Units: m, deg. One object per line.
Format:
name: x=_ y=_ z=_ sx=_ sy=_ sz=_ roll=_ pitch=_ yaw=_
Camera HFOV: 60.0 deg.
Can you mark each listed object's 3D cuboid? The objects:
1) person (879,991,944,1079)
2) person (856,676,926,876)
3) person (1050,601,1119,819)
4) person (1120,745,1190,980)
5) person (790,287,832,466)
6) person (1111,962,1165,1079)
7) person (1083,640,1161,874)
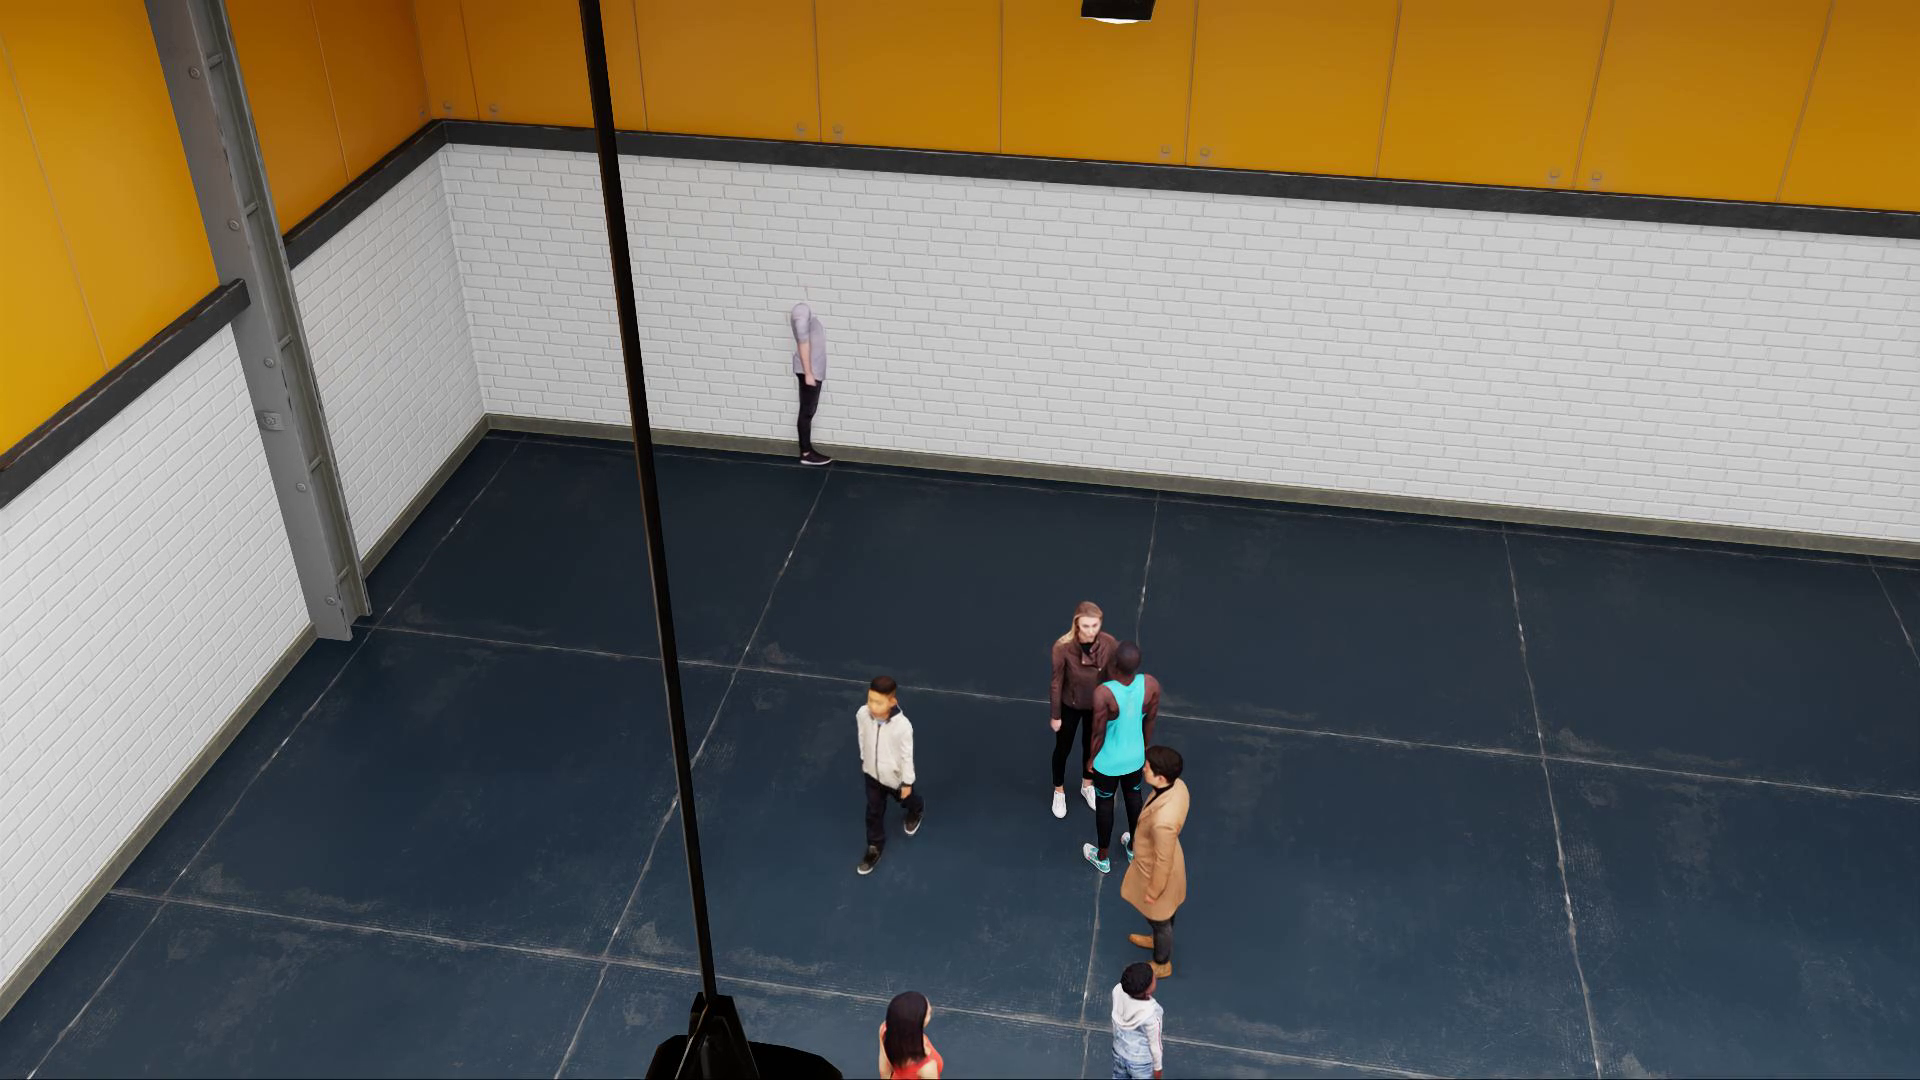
person: x=-0.235 y=2.893 z=8.400 sx=0.702 sy=1.719 sz=0.669 roll=-28 pitch=43 yaw=-35
person: x=-0.426 y=1.454 z=10.818 sx=0.747 sy=1.441 sz=0.995 roll=14 pitch=36 yaw=20
person: x=0.810 y=1.106 z=11.103 sx=0.670 sy=1.704 sz=0.639 roll=-7 pitch=34 yaw=-11
person: x=1.195 y=1.912 z=9.870 sx=0.698 sy=1.726 sz=0.534 roll=6 pitch=34 yaw=9
person: x=-1.359 y=-1.582 z=15.030 sx=0.755 sy=1.835 sz=0.563 roll=1 pitch=34 yaw=1
person: x=0.951 y=2.752 z=9.027 sx=0.626 sy=1.261 sz=0.572 roll=-25 pitch=41 yaw=-33
person: x=1.023 y=1.375 z=10.602 sx=0.676 sy=1.811 sz=0.675 roll=-11 pitch=35 yaw=-17
